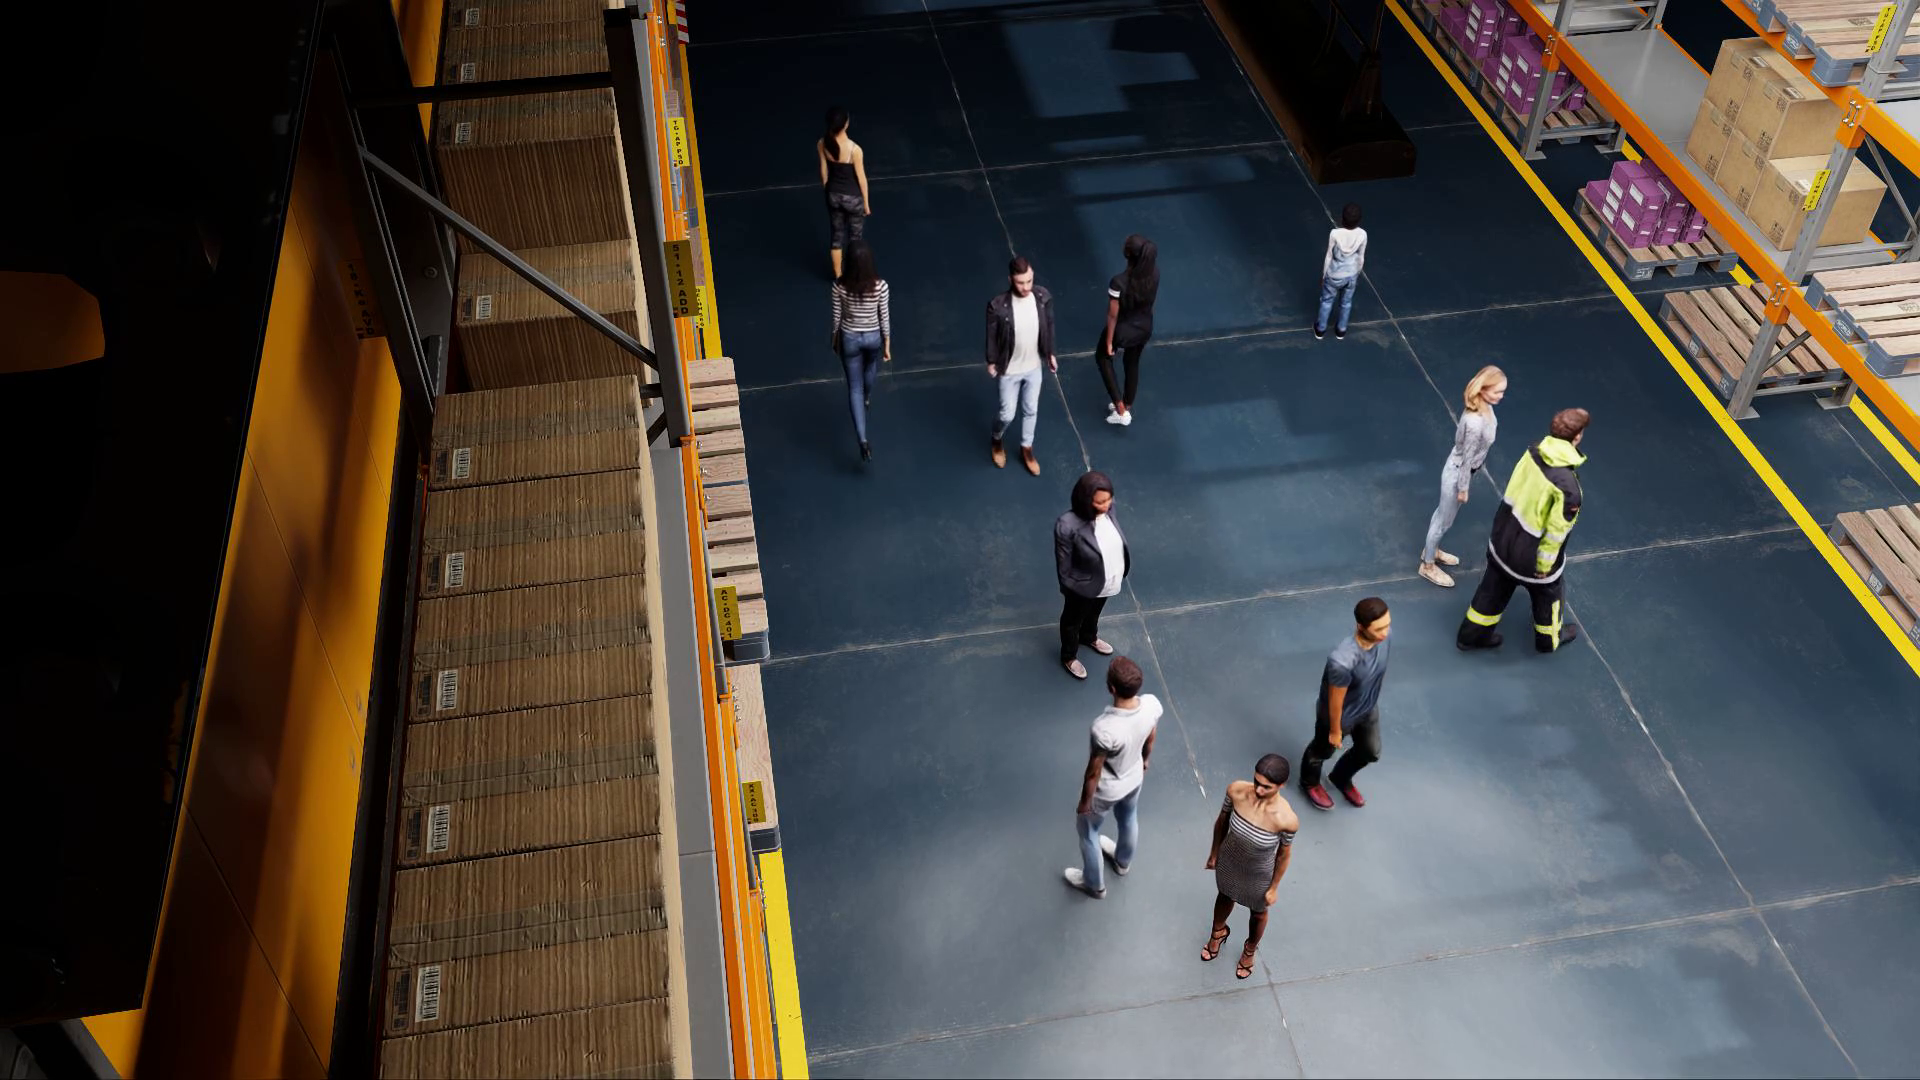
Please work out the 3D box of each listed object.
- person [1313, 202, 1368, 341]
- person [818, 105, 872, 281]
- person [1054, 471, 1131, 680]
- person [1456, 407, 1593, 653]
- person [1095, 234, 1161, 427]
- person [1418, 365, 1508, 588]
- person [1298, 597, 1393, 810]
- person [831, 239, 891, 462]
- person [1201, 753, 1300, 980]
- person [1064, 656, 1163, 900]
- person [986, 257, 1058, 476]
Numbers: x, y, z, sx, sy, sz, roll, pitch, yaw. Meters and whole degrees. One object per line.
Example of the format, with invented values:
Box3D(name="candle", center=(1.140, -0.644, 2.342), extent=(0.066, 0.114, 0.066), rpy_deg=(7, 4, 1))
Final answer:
Box3D(name="person", center=(3.116, -2.196, 13.608), extent=(0.490, 1.258, 0.513), rpy_deg=(-2, 44, -2))
Box3D(name="person", center=(-0.976, -2.848, 13.952), extent=(0.664, 1.729, 0.694), rpy_deg=(15, 46, 15))
Box3D(name="person", center=(0.842, 0.200, 10.843), extent=(0.845, 1.604, 0.801), rpy_deg=(33, 53, 30))
Box3D(name="person", center=(3.620, 0.001, 10.815), extent=(0.916, 1.931, 1.023), rpy_deg=(-10, 44, -10))
Box3D(name="person", center=(1.323, -1.533, 12.578), extent=(0.707, 1.720, 0.757), rpy_deg=(-20, 47, -20))
Box3D(name="person", center=(3.428, -0.457, 11.395), extent=(0.724, 1.794, 0.623), rpy_deg=(17, 46, 17))
Box3D(name="person", center=(2.242, 0.939, 9.927), extent=(0.766, 1.798, 0.794), rpy_deg=(-25, 49, -24))
Box3D(name="person", center=(-0.744, -1.386, 12.401), extent=(0.665, 1.752, 1.126), rpy_deg=(-4, 44, -4))
Box3D(name="person", center=(1.573, 1.772, 9.035), extent=(0.673, 1.822, 0.732), rpy_deg=(26, 49, 25))
Box3D(name="person", center=(0.883, 1.380, 9.423), extent=(0.771, 1.855, 0.769), rpy_deg=(-31, 52, -28))
Box3D(name="person", center=(0.425, -1.332, 12.287), extent=(0.742, 1.831, 0.743), rpy_deg=(-16, 46, -16))
